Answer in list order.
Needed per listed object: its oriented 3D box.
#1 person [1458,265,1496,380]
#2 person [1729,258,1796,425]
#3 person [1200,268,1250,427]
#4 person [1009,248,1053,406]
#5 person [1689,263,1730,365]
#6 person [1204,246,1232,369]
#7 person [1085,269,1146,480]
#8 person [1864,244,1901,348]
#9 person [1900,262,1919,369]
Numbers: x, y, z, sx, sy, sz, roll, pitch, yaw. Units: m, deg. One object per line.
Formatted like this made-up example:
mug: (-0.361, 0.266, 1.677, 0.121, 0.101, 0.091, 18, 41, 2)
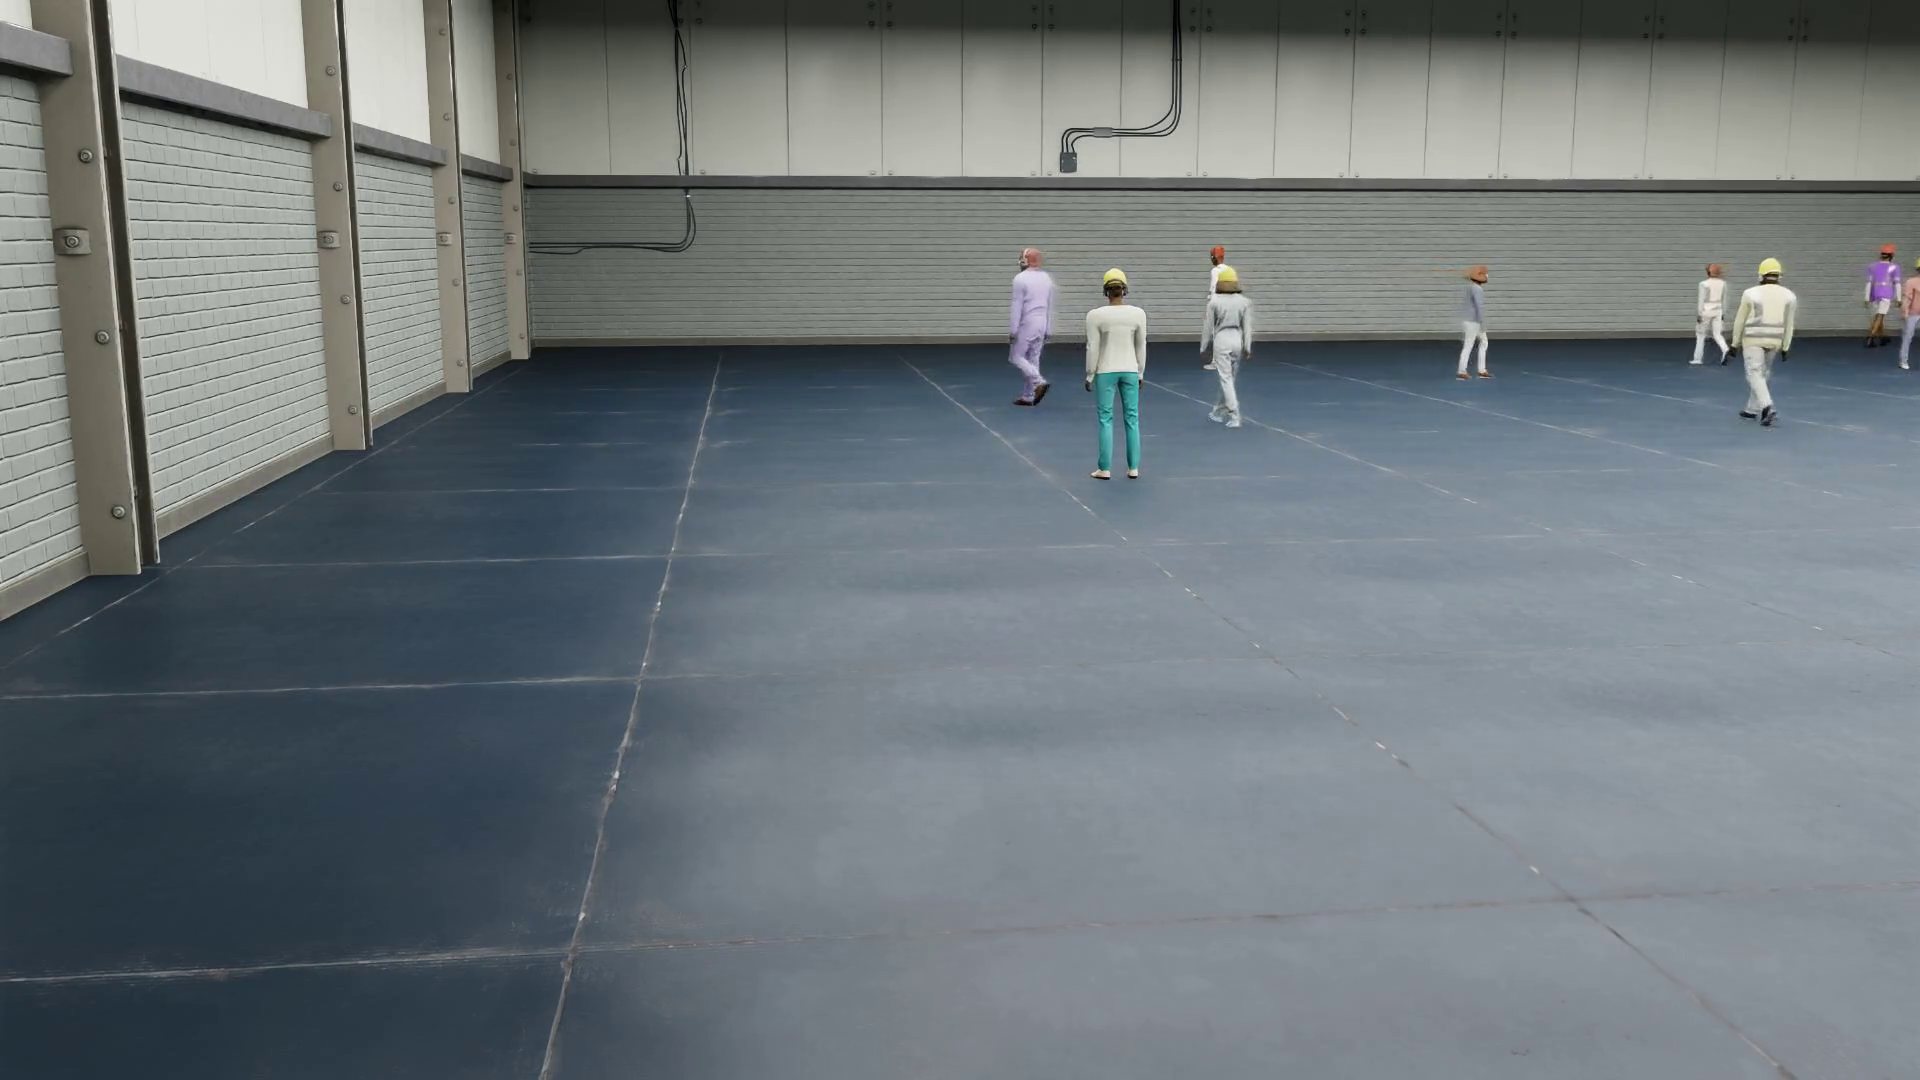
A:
person: (7.389, -3.066, 23.528, 0.649, 1.609, 0.534, 2, 11, 12)
person: (8.714, -2.147, 18.013, 0.593, 1.805, 0.857, -1, 10, -5)
person: (2.853, -2.072, 17.882, 0.508, 1.690, 0.920, -3, 11, -15)
person: (0.851, -2.526, 19.819, 0.544, 1.892, 0.667, 9, 14, 42)
person: (11.875, -3.553, 26.223, 0.525, 1.612, 0.723, -2, 11, -12)
person: (3.962, -3.549, 25.467, 0.350, 1.881, 0.574, 7, 12, 32)
person: (1.297, -1.380, 13.917, 0.523, 1.759, 0.335, -2, 11, -11)
person: (16.965, -4.479, 30.569, 1.013, 1.887, 0.566, -7, 13, -34)
person: (14.588, -3.429, 25.257, 0.546, 1.711, 0.924, 1, 10, 5)
